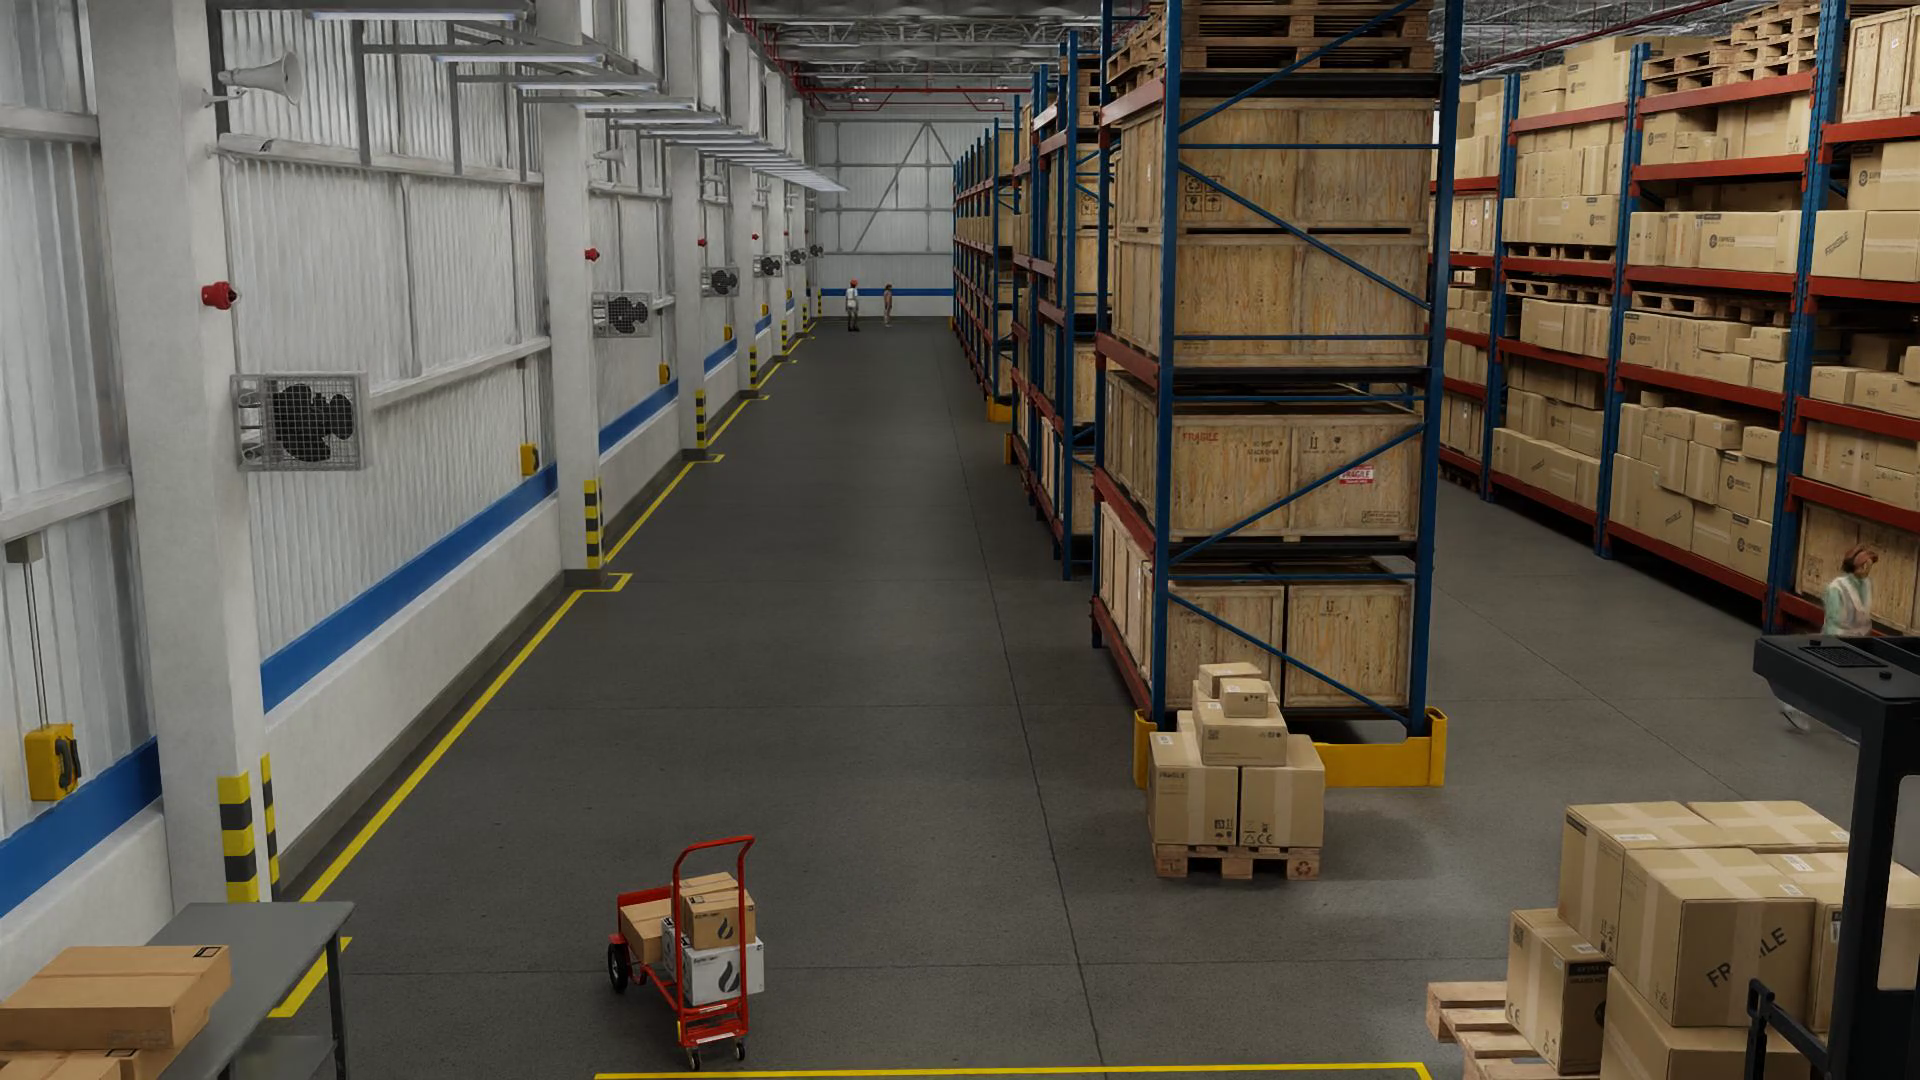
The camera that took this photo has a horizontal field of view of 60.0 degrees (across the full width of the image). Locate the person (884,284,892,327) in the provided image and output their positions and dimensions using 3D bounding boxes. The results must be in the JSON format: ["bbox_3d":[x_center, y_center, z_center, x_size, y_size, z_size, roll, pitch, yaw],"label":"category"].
[{"bbox_3d":[-2.779,-9.032,64.079,0.309,1.640,0.512,4,12,21],"label":"person"}]

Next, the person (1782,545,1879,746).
[{"bbox_3d":[6.838,0.803,12.976,0.567,1.614,0.646,-6,12,-29],"label":"person"}]

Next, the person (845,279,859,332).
[{"bbox_3d":[-3.974,-8.624,61.242,0.711,1.914,0.559,9,14,38],"label":"person"}]

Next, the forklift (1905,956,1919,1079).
[{"bbox_3d":[3.157,1.764,4.675,1.129,2.768,1.873,0,11,-2],"label":"forklift"}]
